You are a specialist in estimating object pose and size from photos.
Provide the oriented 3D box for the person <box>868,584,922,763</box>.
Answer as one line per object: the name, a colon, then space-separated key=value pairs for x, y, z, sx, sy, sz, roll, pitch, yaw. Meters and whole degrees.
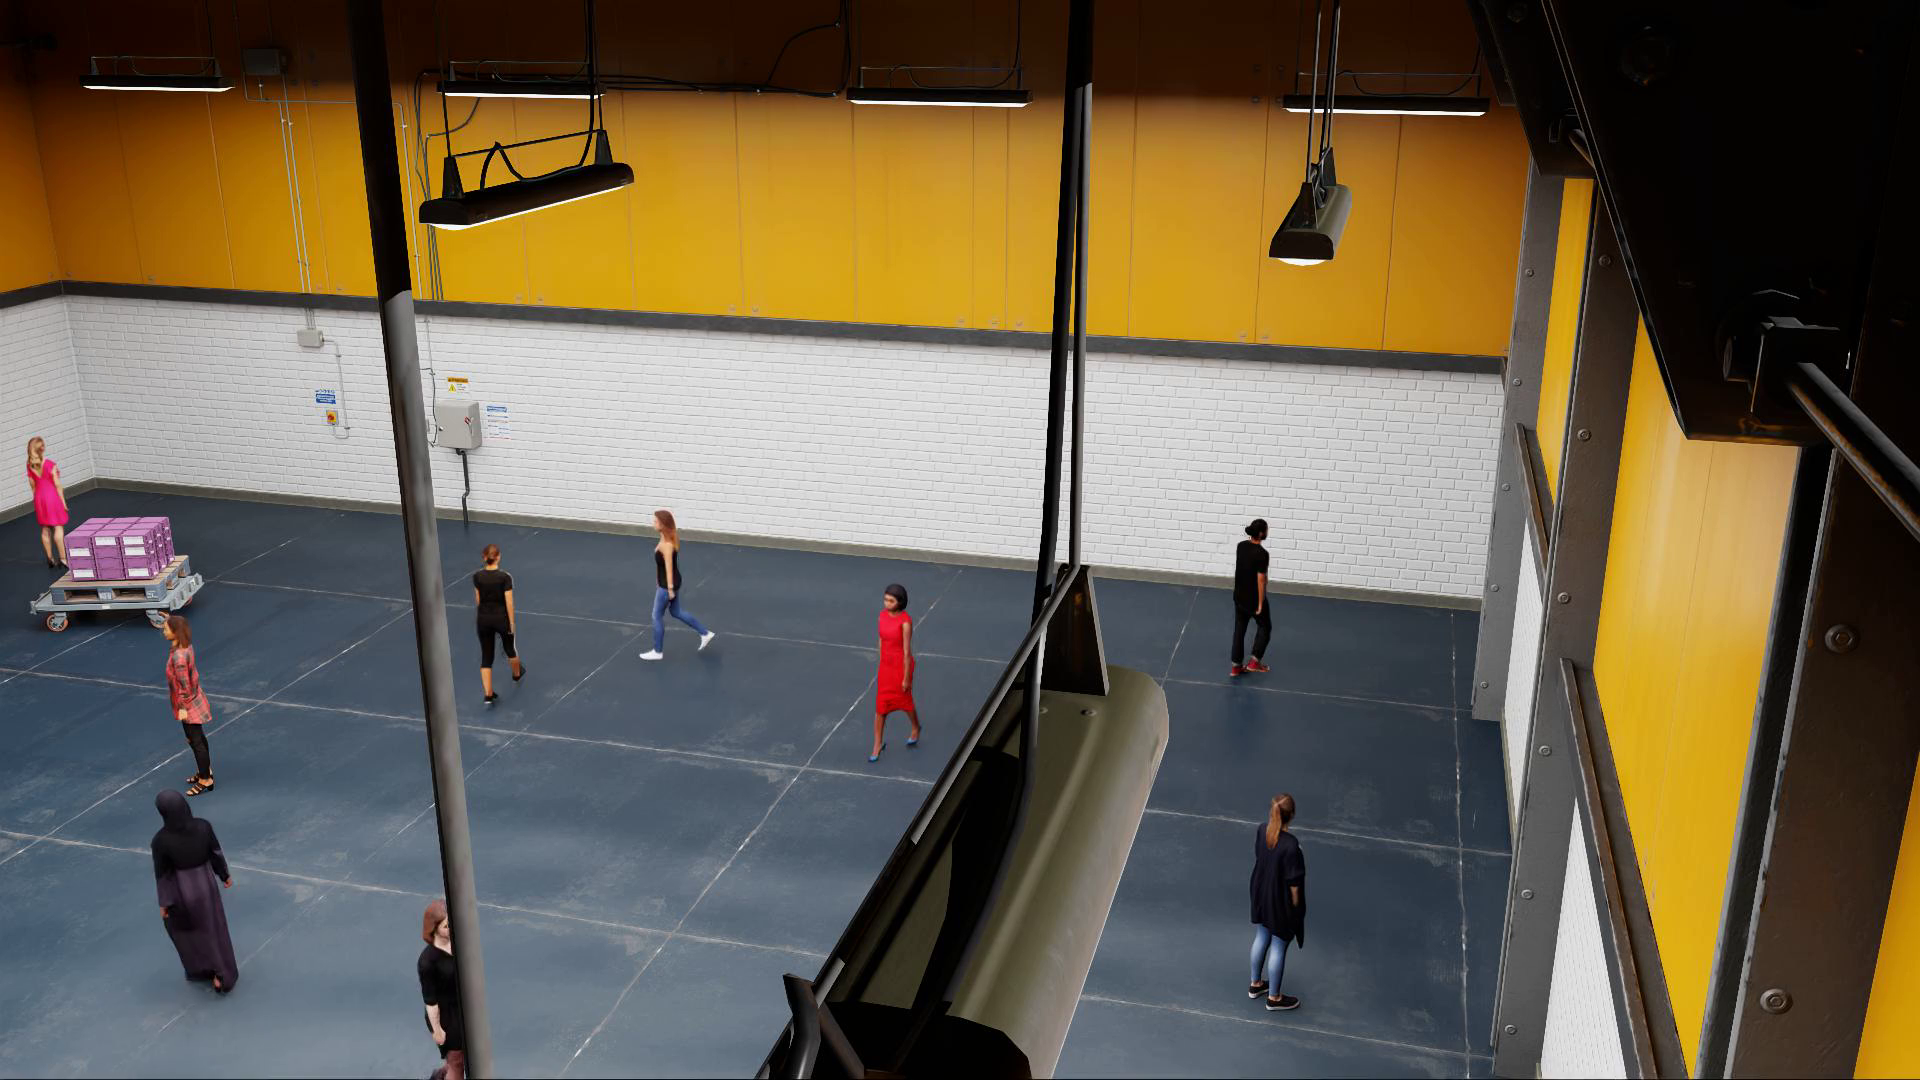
person: x=-0.549 y=1.237 z=15.865 sx=0.820 sy=1.718 sz=1.016 roll=14 pitch=23 yaw=36

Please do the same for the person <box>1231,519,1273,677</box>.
person: x=3.017 y=0.637 z=17.609 sx=0.827 sy=1.741 sz=0.784 roll=-15 pitch=24 yaw=-38

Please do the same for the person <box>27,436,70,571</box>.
person: x=-11.469 y=-0.468 z=20.911 sx=0.576 sy=1.728 sz=0.541 roll=4 pitch=19 yaw=12

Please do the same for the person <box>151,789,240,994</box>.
person: x=-5.573 y=2.572 z=12.076 sx=0.937 sy=1.605 sz=0.982 roll=-15 pitch=24 yaw=-37

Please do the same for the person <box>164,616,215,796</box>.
person: x=-7.022 y=1.486 z=15.147 sx=0.762 sy=1.704 sz=0.675 roll=-7 pitch=20 yaw=-20

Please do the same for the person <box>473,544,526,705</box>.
person: x=-4.802 y=0.880 z=17.067 sx=0.756 sy=1.626 sz=1.140 roll=1 pitch=19 yaw=2

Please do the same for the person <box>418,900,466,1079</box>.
person: x=-3.312 y=3.018 z=10.616 sx=0.716 sy=1.691 sz=0.686 roll=7 pitch=20 yaw=21

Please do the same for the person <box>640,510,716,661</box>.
person: x=-3.093 y=0.490 z=18.120 sx=0.855 sy=1.694 sz=1.045 roll=-1 pitch=19 yaw=-4

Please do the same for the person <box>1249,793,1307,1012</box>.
person: x=2.265 y=2.577 z=11.944 sx=0.777 sy=1.680 sz=0.706 roll=-9 pitch=21 yaw=-26
